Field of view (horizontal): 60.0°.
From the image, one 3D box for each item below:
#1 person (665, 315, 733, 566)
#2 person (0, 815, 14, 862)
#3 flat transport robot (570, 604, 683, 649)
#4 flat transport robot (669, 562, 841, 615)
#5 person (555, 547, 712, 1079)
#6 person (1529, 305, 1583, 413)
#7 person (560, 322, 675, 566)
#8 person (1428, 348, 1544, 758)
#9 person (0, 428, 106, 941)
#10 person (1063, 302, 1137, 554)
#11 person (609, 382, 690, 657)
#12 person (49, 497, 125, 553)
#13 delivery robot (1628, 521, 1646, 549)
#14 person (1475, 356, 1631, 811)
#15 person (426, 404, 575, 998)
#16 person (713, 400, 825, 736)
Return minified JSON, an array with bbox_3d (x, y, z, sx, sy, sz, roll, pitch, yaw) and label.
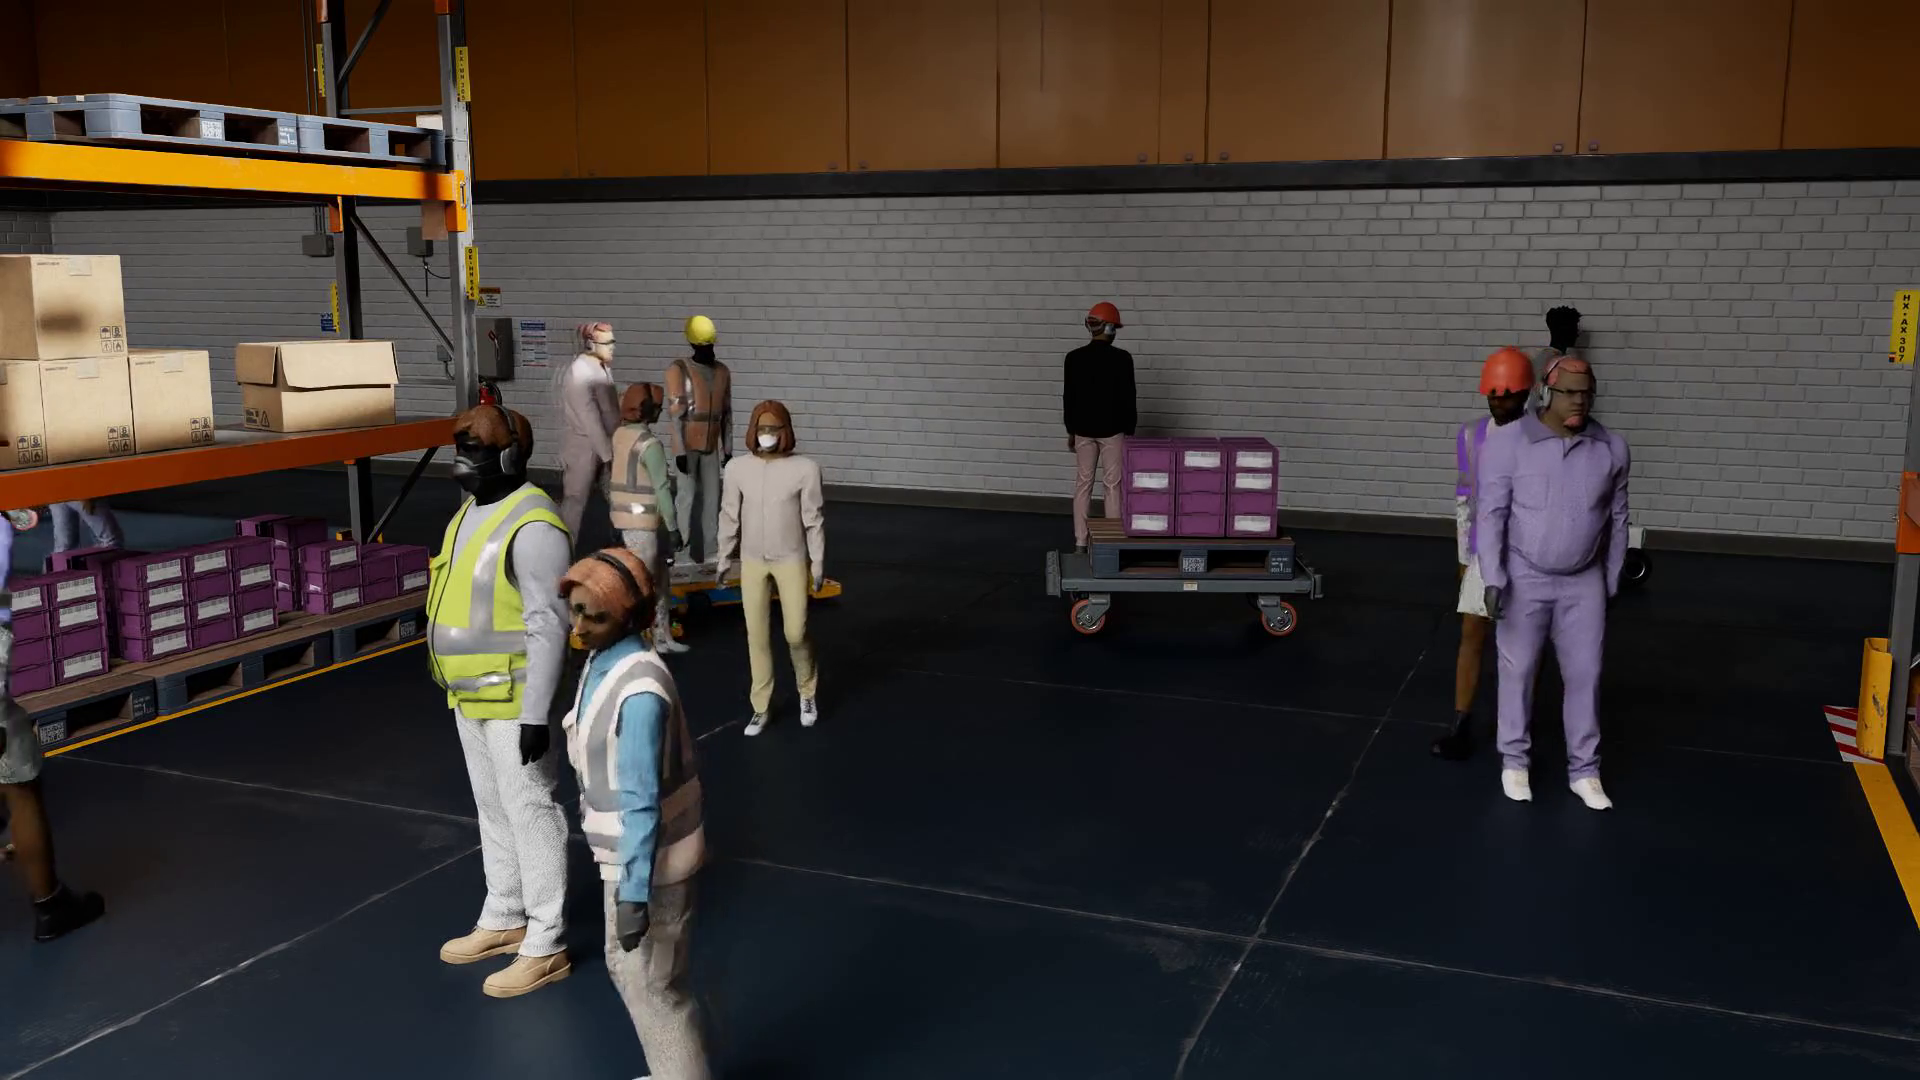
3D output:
[{"bbox_3d":[-1.905,-0.697,12.270,0.434,1.913,0.606,8,12,40],"label":"person"},{"bbox_3d":[-3.954,0.336,5.950,0.610,1.937,1.060,5,10,25],"label":"person"},{"bbox_3d":[-2.316,0.424,10.425,0.652,0.197,1.431,-6,11,-31],"label":"flat transport robot"},{"bbox_3d":[-1.583,0.297,11.191,1.431,0.197,0.652,-6,11,-31],"label":"flat transport robot"},{"bbox_3d":[-0.785,0.796,4.113,0.402,1.606,0.550,-4,10,-21],"label":"person"},{"bbox_3d":[4.597,-0.829,12.890,0.361,1.964,0.617,0,9,1],"label":"person"},{"bbox_3d":[-2.536,-0.627,11.979,0.948,1.861,0.651,1,9,7],"label":"person"},{"bbox_3d":[2.491,0.078,7.610,0.573,1.886,0.901,7,12,37],"label":"person"},{"bbox_3d":[-3.230,0.479,5.249,0.544,1.893,0.974,3,10,16],"label":"person"},{"bbox_3d":[1.099,-0.840,12.895,0.608,1.986,0.391,6,11,30],"label":"person"},{"bbox_3d":[-1.708,-0.077,9.381,0.663,1.617,0.536,-6,11,-33],"label":"person"},{"bbox_3d":[-5.490,-0.319,10.451,0.558,1.747,0.597,8,12,39],"label":"person"},{"bbox_3d":[4.516,-0.014,11.934,0.707,0.478,0.477,0,9,0],"label":"delivery robot"},{"bbox_3d":[2.494,0.175,7.010,0.663,1.900,0.450,1,9,4],"label":"person"},{"bbox_3d":[-1.448,0.494,5.245,0.429,1.846,0.629,-7,12,-38],"label":"person"},{"bbox_3d":[-0.921,0.133,8.083,0.520,1.633,0.346,2,10,12],"label":"person"}]
